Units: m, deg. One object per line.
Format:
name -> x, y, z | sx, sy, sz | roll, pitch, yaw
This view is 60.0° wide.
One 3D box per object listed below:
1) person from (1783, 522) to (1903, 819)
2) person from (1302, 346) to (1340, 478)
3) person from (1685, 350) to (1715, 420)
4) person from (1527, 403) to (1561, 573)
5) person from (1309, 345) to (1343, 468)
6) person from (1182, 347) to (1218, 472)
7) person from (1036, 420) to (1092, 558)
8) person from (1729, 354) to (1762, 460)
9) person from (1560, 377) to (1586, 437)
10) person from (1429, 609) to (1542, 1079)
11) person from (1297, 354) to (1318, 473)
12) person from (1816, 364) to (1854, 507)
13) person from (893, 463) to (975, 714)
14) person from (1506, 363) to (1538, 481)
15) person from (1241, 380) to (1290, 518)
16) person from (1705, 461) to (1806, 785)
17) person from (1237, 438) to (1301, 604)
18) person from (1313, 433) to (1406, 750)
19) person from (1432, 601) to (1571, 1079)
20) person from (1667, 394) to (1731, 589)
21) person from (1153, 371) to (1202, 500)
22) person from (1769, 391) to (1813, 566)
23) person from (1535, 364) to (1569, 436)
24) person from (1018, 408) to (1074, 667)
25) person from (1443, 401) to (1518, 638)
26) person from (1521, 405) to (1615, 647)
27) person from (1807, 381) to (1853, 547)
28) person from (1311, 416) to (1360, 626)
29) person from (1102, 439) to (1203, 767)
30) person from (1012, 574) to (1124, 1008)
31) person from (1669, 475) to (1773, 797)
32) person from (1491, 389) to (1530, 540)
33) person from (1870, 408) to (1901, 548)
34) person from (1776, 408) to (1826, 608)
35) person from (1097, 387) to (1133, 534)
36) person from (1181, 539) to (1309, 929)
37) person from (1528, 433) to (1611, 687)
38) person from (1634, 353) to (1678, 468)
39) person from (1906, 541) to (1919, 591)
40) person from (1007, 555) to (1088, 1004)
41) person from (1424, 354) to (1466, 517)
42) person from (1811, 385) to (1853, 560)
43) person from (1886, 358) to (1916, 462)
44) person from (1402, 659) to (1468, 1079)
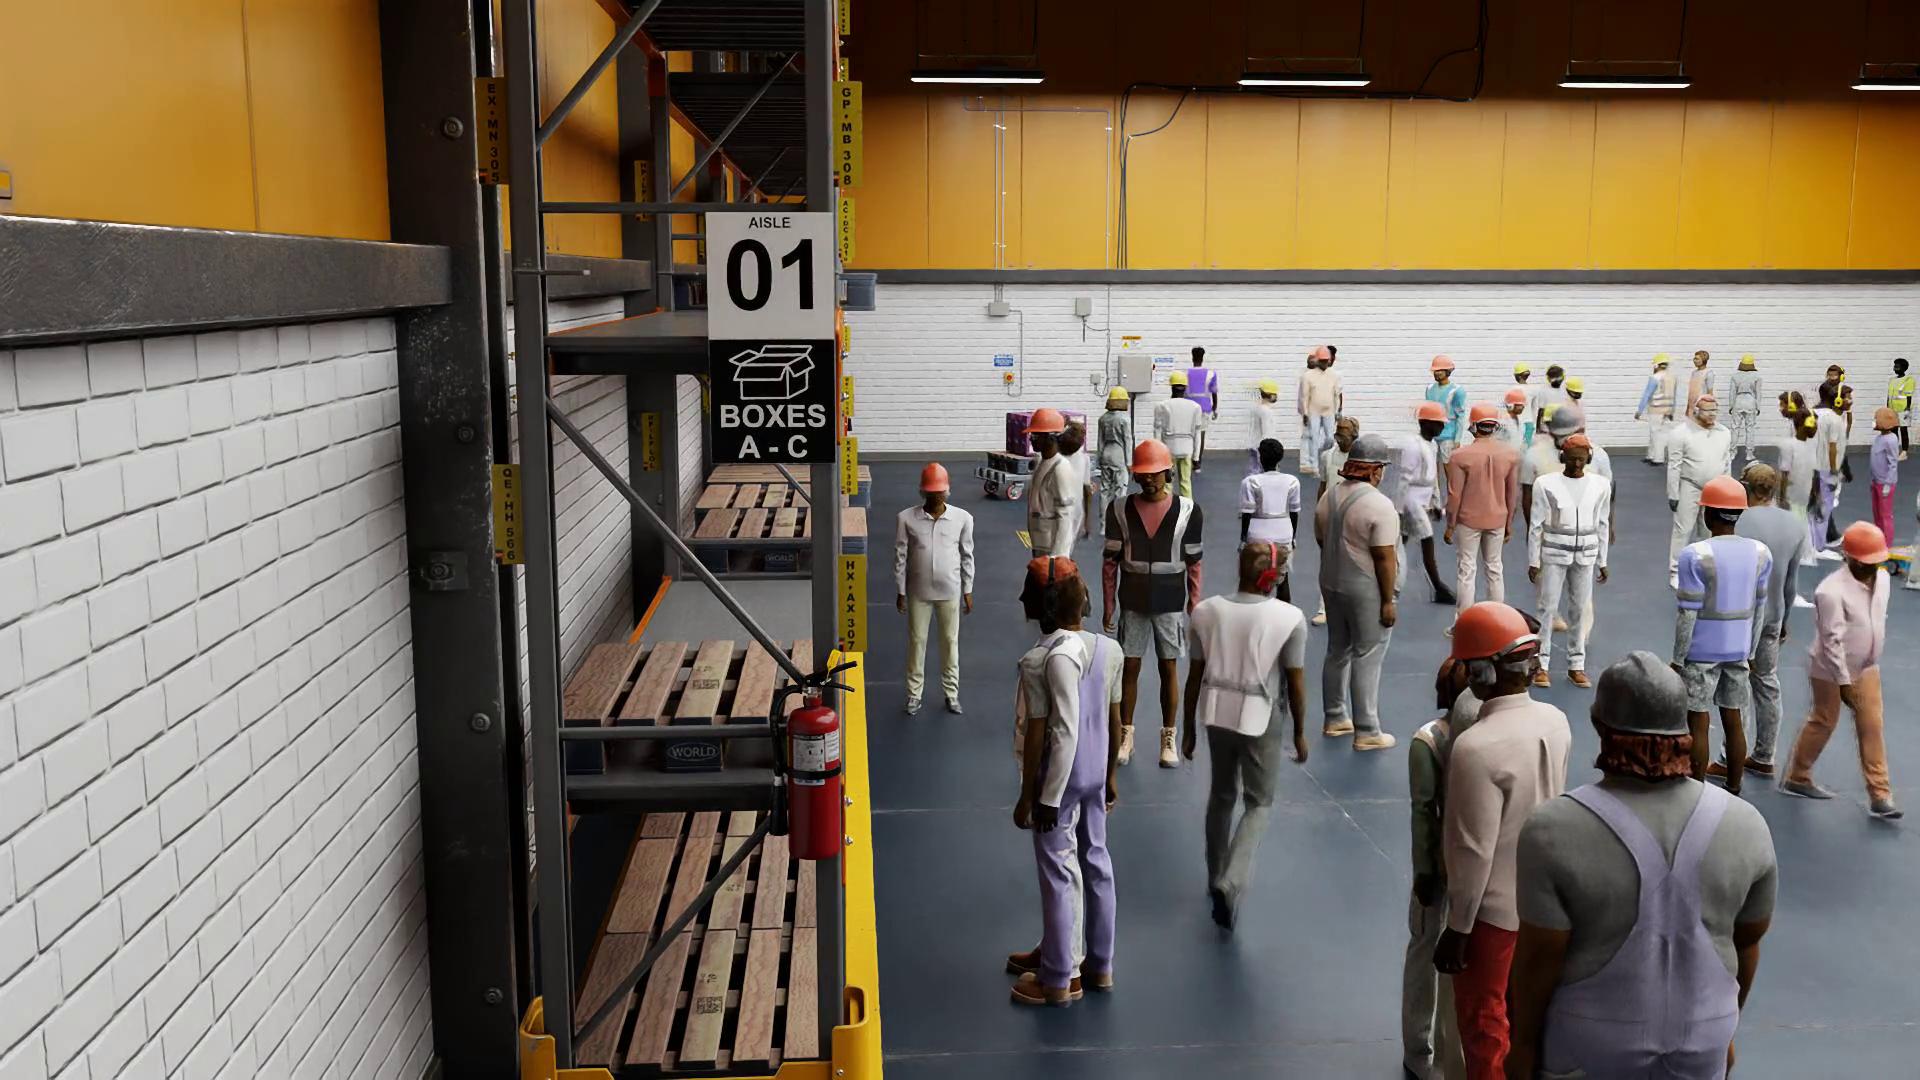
person -> 5.011, 0.715, 9.336 | 0.600, 1.685, 0.767 | -3, 10, -18
person -> 5.392, -1.901, 24.842 | 0.613, 1.981, 0.424 | -1, 9, -9
person -> 11.765, -2.099, 26.507 | 0.345, 1.846, 0.508 | -2, 9, -14
person -> 5.979, -0.506, 16.788 | 0.517, 1.757, 0.335 | 6, 11, 33
person -> 5.689, -2.058, 25.922 | 0.606, 1.958, 0.382 | 8, 12, 43
person -> 3.705, -2.034, 25.881 | 0.622, 1.912, 0.990 | 2, 9, 10
person -> 0.903, -0.153, 14.518 | 0.519, 1.784, 0.905 | -4, 10, -21
person -> 12.936, -2.194, 27.413 | 0.493, 1.746, 0.282 | 6, 11, 32
person -> 7.892, -1.236, 21.429 | 0.556, 1.743, 0.359 | -6, 11, -33
person -> 1.889, 1.161, 5.970 | 0.310, 1.868, 0.533 | 1, 9, 9
person -> 5.408, -1.946, 25.602 | 0.430, 1.835, 0.628 | 2, 9, 10
person -> 11.409, -1.364, 21.817 | 0.328, 1.872, 0.513 | -7, 12, -39
person -> -0.180, 0.337, 11.505 | 0.570, 1.749, 0.334 | -1, 9, -4
person -> 8.176, -1.700, 24.274 | 0.523, 1.760, 0.334 | -3, 9, -17
person -> 3.852, -1.115, 20.688 | 0.740, 1.736, 0.525 | -1, 9, -9
person -> 4.716, 0.492, 9.945 | 0.637, 1.938, 0.355 | -3, 10, -20
person -> 2.553, 0.003, 13.775 | 0.542, 1.695, 0.316 | -2, 9, -14
person -> 2.613, 0.314, 10.746 | 0.535, 2.000, 0.680 | -4, 10, -24
person -> 1.744, 1.183, 5.465 | 0.623, 1.981, 0.406 | -9, 12, -43
person -> 7.136, -0.455, 16.034 | 0.633, 1.899, 0.401 | -1, 9, -8
person -> 2.536, -1.018, 19.509 | 0.582, 1.918, 0.399 | -2, 9, -13
person -> 8.660, -0.635, 17.365 | 0.649, 1.837, 0.564 | 6, 11, 34
person -> 7.949, -1.439, 22.346 | 0.664, 1.845, 0.376 | -5, 10, -27
person -> 0.655, 0.022, 12.566 | 0.379, 2.045, 0.605 | -2, 9, -12
person -> 4.309, -0.150, 13.804 | 0.613, 1.994, 0.382 | -2, 9, -10
person -> 5.055, -0.181, 13.851 | 0.743, 2.000, 0.855 | 3, 9, 16
person -> 9.517, -0.797, 18.226 | 0.963, 1.874, 0.587 | 0, 9, -1
person -> 3.305, -0.150, 14.294 | 0.505, 1.838, 0.348 | 6, 11, 33
person -> 1.177, 0.393, 10.243 | 0.616, 2.041, 0.382 | 2, 9, 11
person -> 0.447, 1.021, 6.941 | 0.517, 1.836, 0.341 | -6, 11, -34
person -> 4.179, 0.606, 9.233 | 0.545, 1.938, 0.358 | -2, 9, -13
person -> 6.314, -0.867, 19.118 | 0.506, 1.733, 0.579 | 8, 12, 40
person -> 9.807, -0.591, 17.700 | 0.283, 1.633, 0.501 | 2, 9, 12
person -> 7.760, -0.314, 15.421 | 0.558, 1.819, 0.604 | -7, 11, -37
person -> 1.825, -0.916, 19.412 | 0.313, 1.739, 0.485 | -9, 12, -43
person -> 1.306, 0.898, 7.823 | 0.589, 1.811, 0.738 | 6, 11, 34
person -> 4.480, 0.151, 12.246 | 0.586, 1.886, 0.343 | 0, 9, 2
person -> 10.965, -2.045, 26.274 | 0.628, 1.810, 0.582 | -6, 11, -35
person -> 9.379, -0.268, 15.720 | 0.740, 1.605, 0.544 | 8, 12, 42
person -> 0.381, 0.993, 6.978 | 0.356, 1.882, 0.574 | 0, 9, 0
person -> 6.050, -1.314, 20.959 | 0.392, 2.041, 0.615 | -6, 11, -32
person -> 9.340, -0.727, 17.817 | 0.332, 1.872, 0.514 | 3, 10, 20
person -> 15.342, -2.127, 27.174 | 0.322, 1.689, 0.530 | -2, 9, -13
person -> 1.873, 1.225, 6.284 | 0.510, 1.640, 0.308 | -7, 11, -37
